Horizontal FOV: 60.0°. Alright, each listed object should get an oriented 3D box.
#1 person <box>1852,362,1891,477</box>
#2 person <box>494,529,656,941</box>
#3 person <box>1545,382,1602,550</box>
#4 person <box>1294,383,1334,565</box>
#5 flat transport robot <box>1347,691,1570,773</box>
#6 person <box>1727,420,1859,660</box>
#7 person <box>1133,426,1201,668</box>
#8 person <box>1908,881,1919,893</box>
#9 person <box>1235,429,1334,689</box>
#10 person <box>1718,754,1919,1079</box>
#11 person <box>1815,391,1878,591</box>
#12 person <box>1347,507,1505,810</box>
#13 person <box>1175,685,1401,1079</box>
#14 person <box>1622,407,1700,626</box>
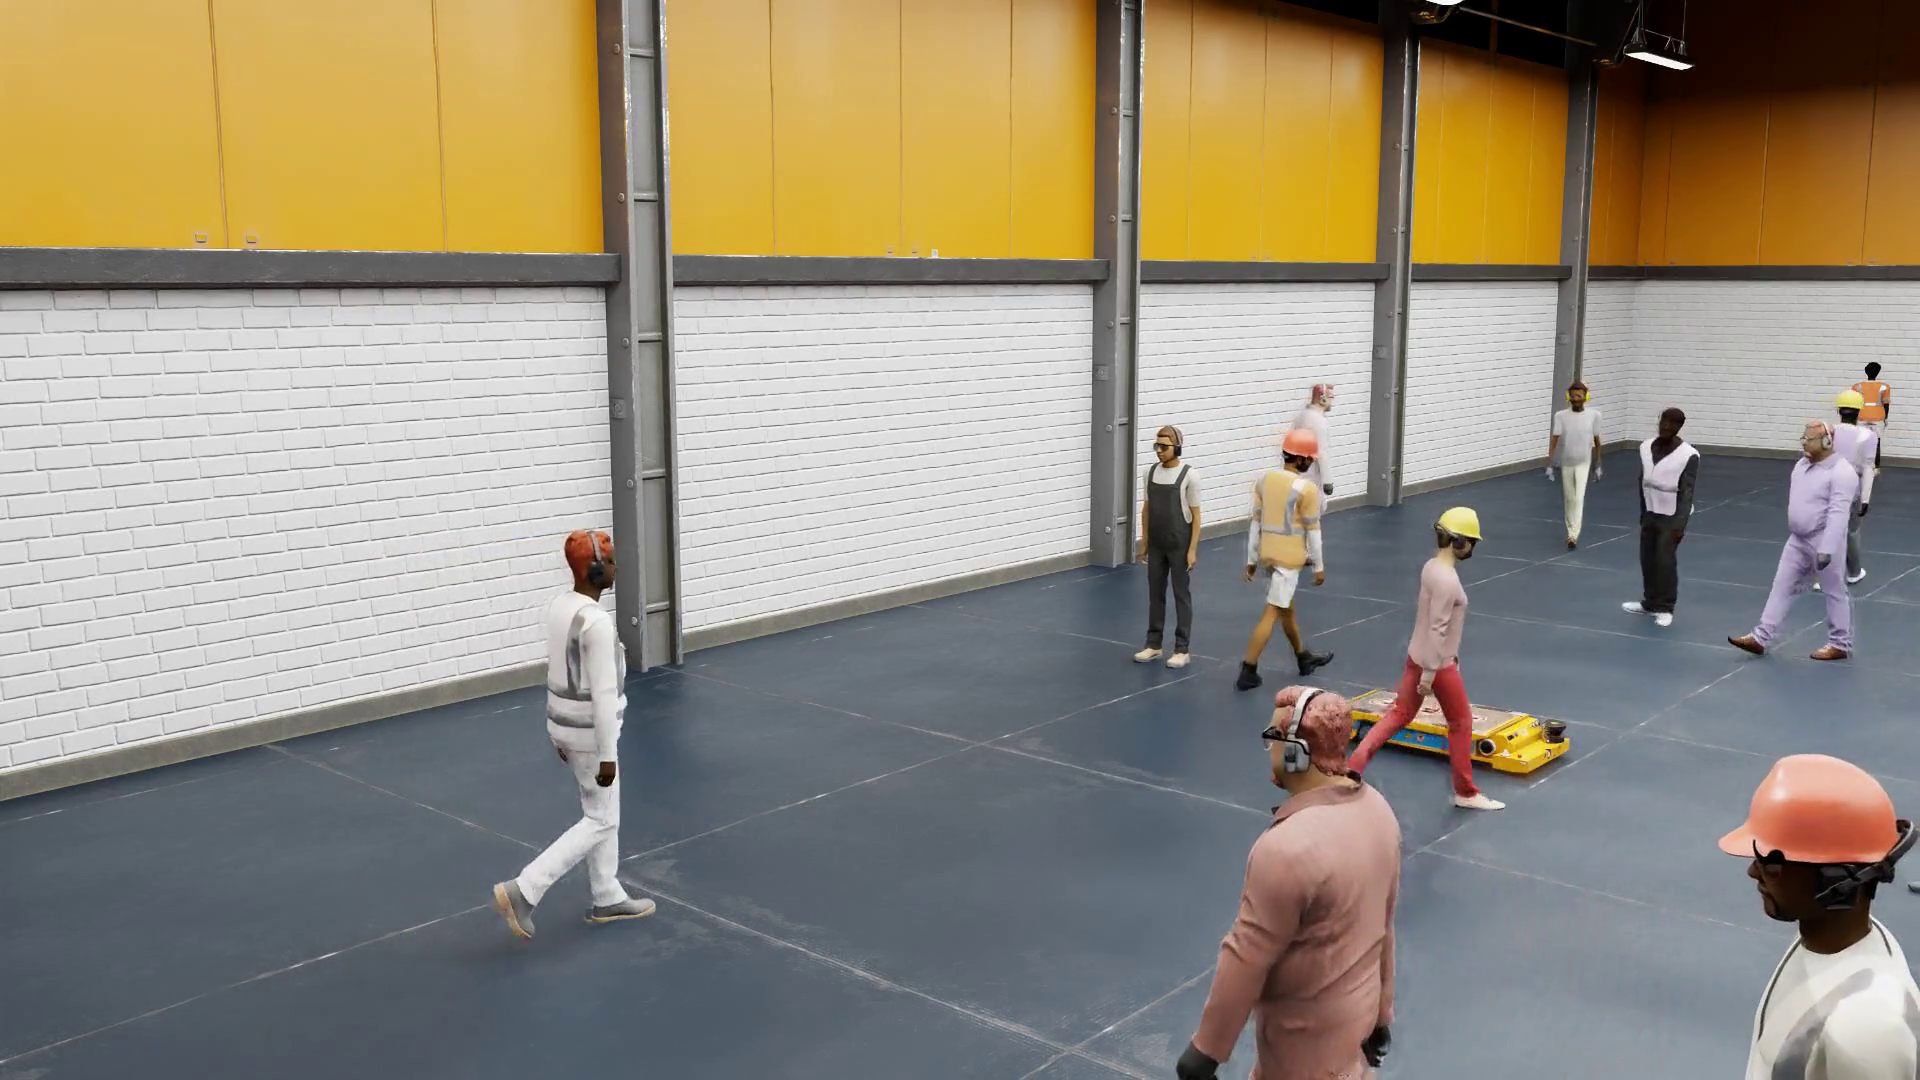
[{"bbox_3d":[13.474,-1.786,24.647,0.531,1.697,0.320,5,10,28],"label":"person"},{"bbox_3d":[-1.732,0.882,7.414,0.714,1.864,0.583,-6,11,-33],"label":"person"},{"bbox_3d":[6.694,-0.813,18.159,0.556,1.812,0.992,4,10,26],"label":"person"},{"bbox_3d":[3.616,-0.671,17.076,0.454,1.883,0.719,-1,9,-5],"label":"person"},{"bbox_3d":[3.022,1.178,10.503,1.431,0.197,0.652,8,12,40],"label":"flat transport robot"},{"bbox_3d":[6.472,0.018,12.781,0.951,1.860,0.678,-2,9,-10],"label":"person"},{"bbox_3d":[1.592,0.049,12.666,0.505,1.845,0.346,8,12,40],"label":"person"},{"bbox_3d":[4.819,0.836,7.746,0.392,1.838,0.563,-1,9,-7],"label":"person"},{"bbox_3d":[2.373,0.130,12.044,0.986,1.876,0.570,-6,11,-31],"label":"person"},{"bbox_3d":[1.700,1.430,3.381,0.396,2.038,0.614,3,10,20],"label":"person"},{"bbox_3d":[8.403,-0.473,15.826,0.596,1.884,0.927,8,12,41],"label":"person"},{"bbox_3d":[2.565,0.659,9.242,0.893,1.714,0.529,0,9,3],"label":"person"},{"bbox_3d":[0.892,1.322,4.641,0.988,1.857,0.643,6,11,33],"label":"person"},{"bbox_3d":[5.999,-0.210,14.214,0.440,1.873,0.732,-3,10,-20],"label":"person"}]
